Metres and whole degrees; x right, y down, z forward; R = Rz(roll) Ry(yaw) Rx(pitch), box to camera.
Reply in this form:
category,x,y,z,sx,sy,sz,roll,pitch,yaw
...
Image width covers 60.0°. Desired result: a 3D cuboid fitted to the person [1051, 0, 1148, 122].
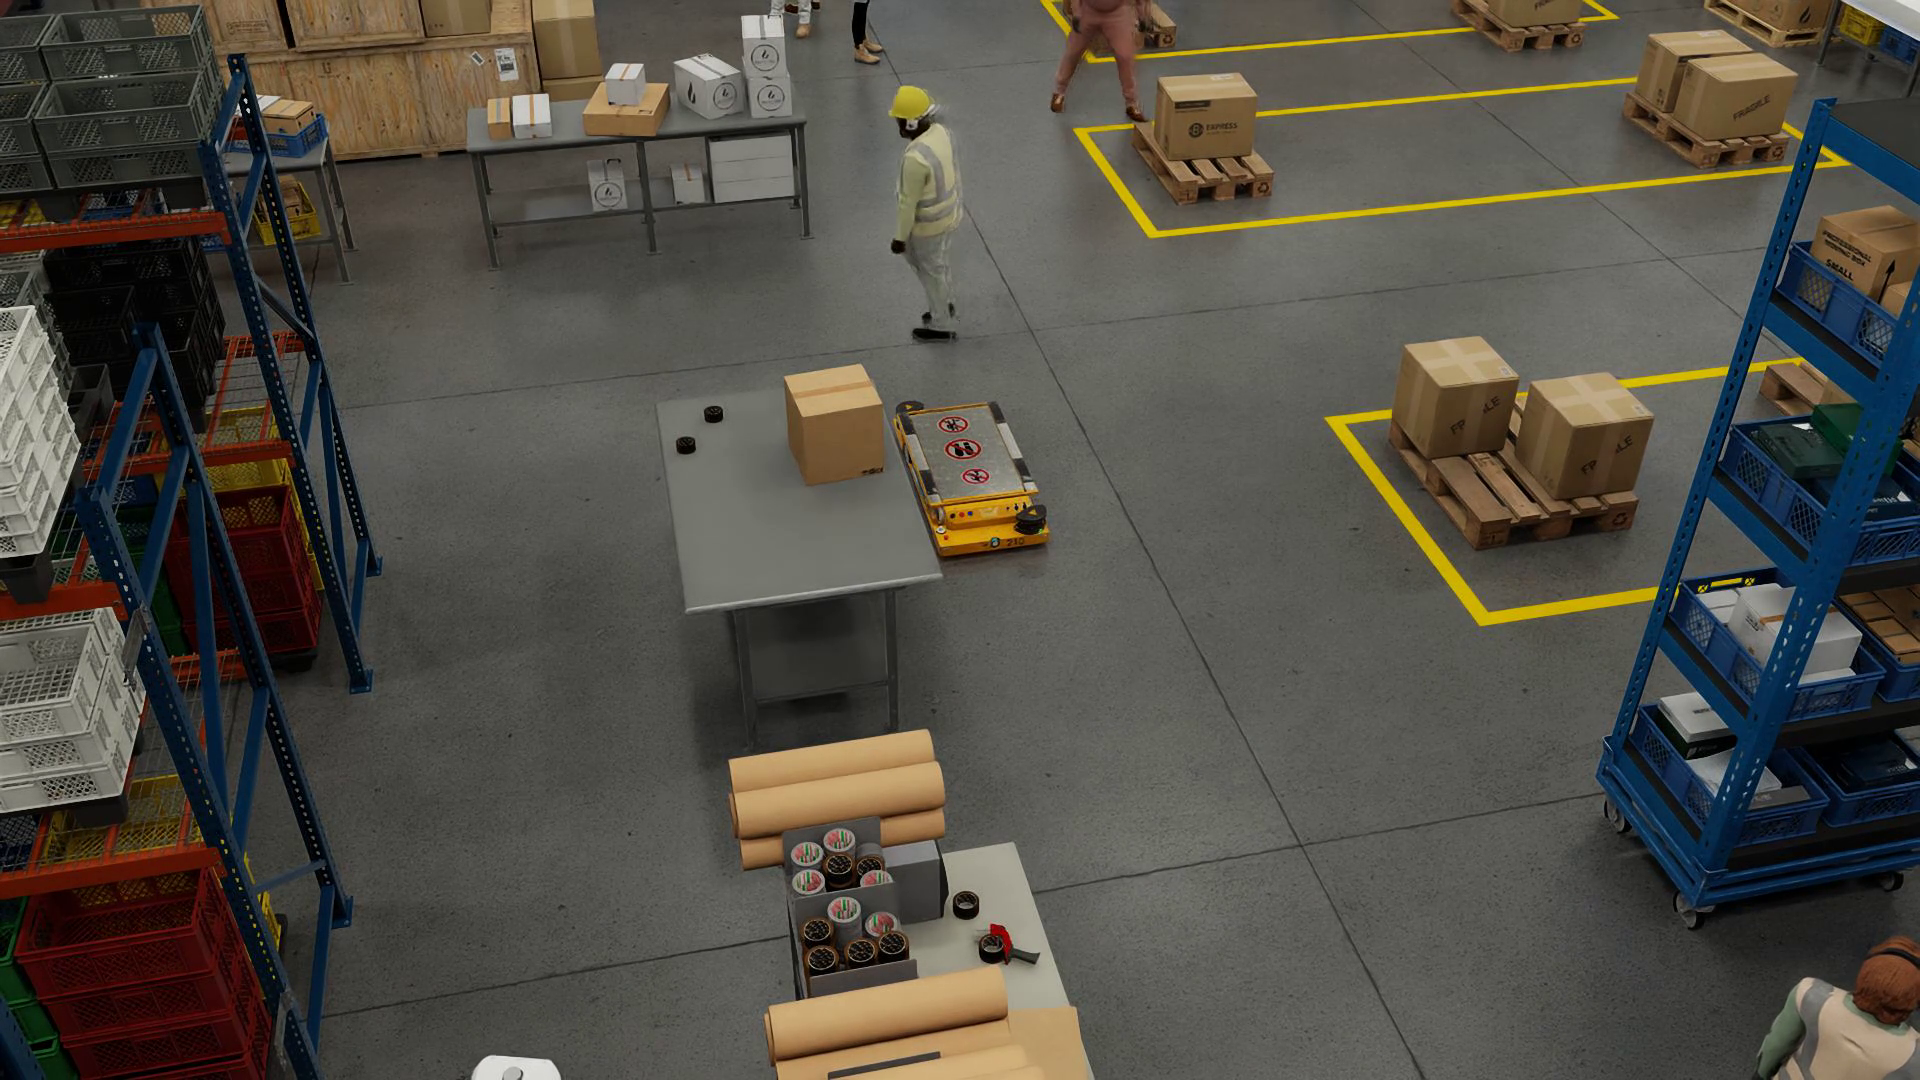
category,x,y,z,sx,sy,sz,roll,pitch,yaw
person,1.254,-4.569,14.365,0.818,1.856,0.546,0,37,0

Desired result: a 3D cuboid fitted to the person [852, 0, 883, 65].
category,x,y,z,sx,sy,sz,roll,pitch,yaw
person,-0.890,-5.329,15.505,0.320,1.697,0.531,4,37,5

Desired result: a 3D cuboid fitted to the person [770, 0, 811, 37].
category,x,y,z,sx,sy,sz,roll,pitch,yaw
person,-1.669,-5.779,15.994,0.624,1.841,0.430,12,38,15

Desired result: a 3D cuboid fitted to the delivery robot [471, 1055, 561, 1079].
category,x,y,z,sx,sy,sz,roll,pitch,yaw
delivery robot,-1.721,2.273,6.163,0.477,0.478,0.707,3,37,4

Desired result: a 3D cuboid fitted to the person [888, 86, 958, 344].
category,x,y,z,sx,sy,sz,roll,pitch,yaw
person,-0.242,-2.159,11.160,0.463,1.810,0.591,7,37,10

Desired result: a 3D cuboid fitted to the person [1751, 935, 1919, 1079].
category,x,y,z,sx,sy,sz,roll,pitch,yaw
person,2.978,1.981,5.737,0.518,1.632,0.314,29,46,33

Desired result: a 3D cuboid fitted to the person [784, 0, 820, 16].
category,x,y,z,sx,sy,sz,roll,pitch,yaw
person,-1.638,-6.171,16.495,0.512,1.872,0.330,-18,40,-22

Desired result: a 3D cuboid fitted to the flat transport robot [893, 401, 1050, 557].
category,x,y,z,sx,sy,sz,roll,pitch,yaw
flat transport robot,0.046,-0.430,10.108,0.652,0.197,1.431,-8,37,-10
